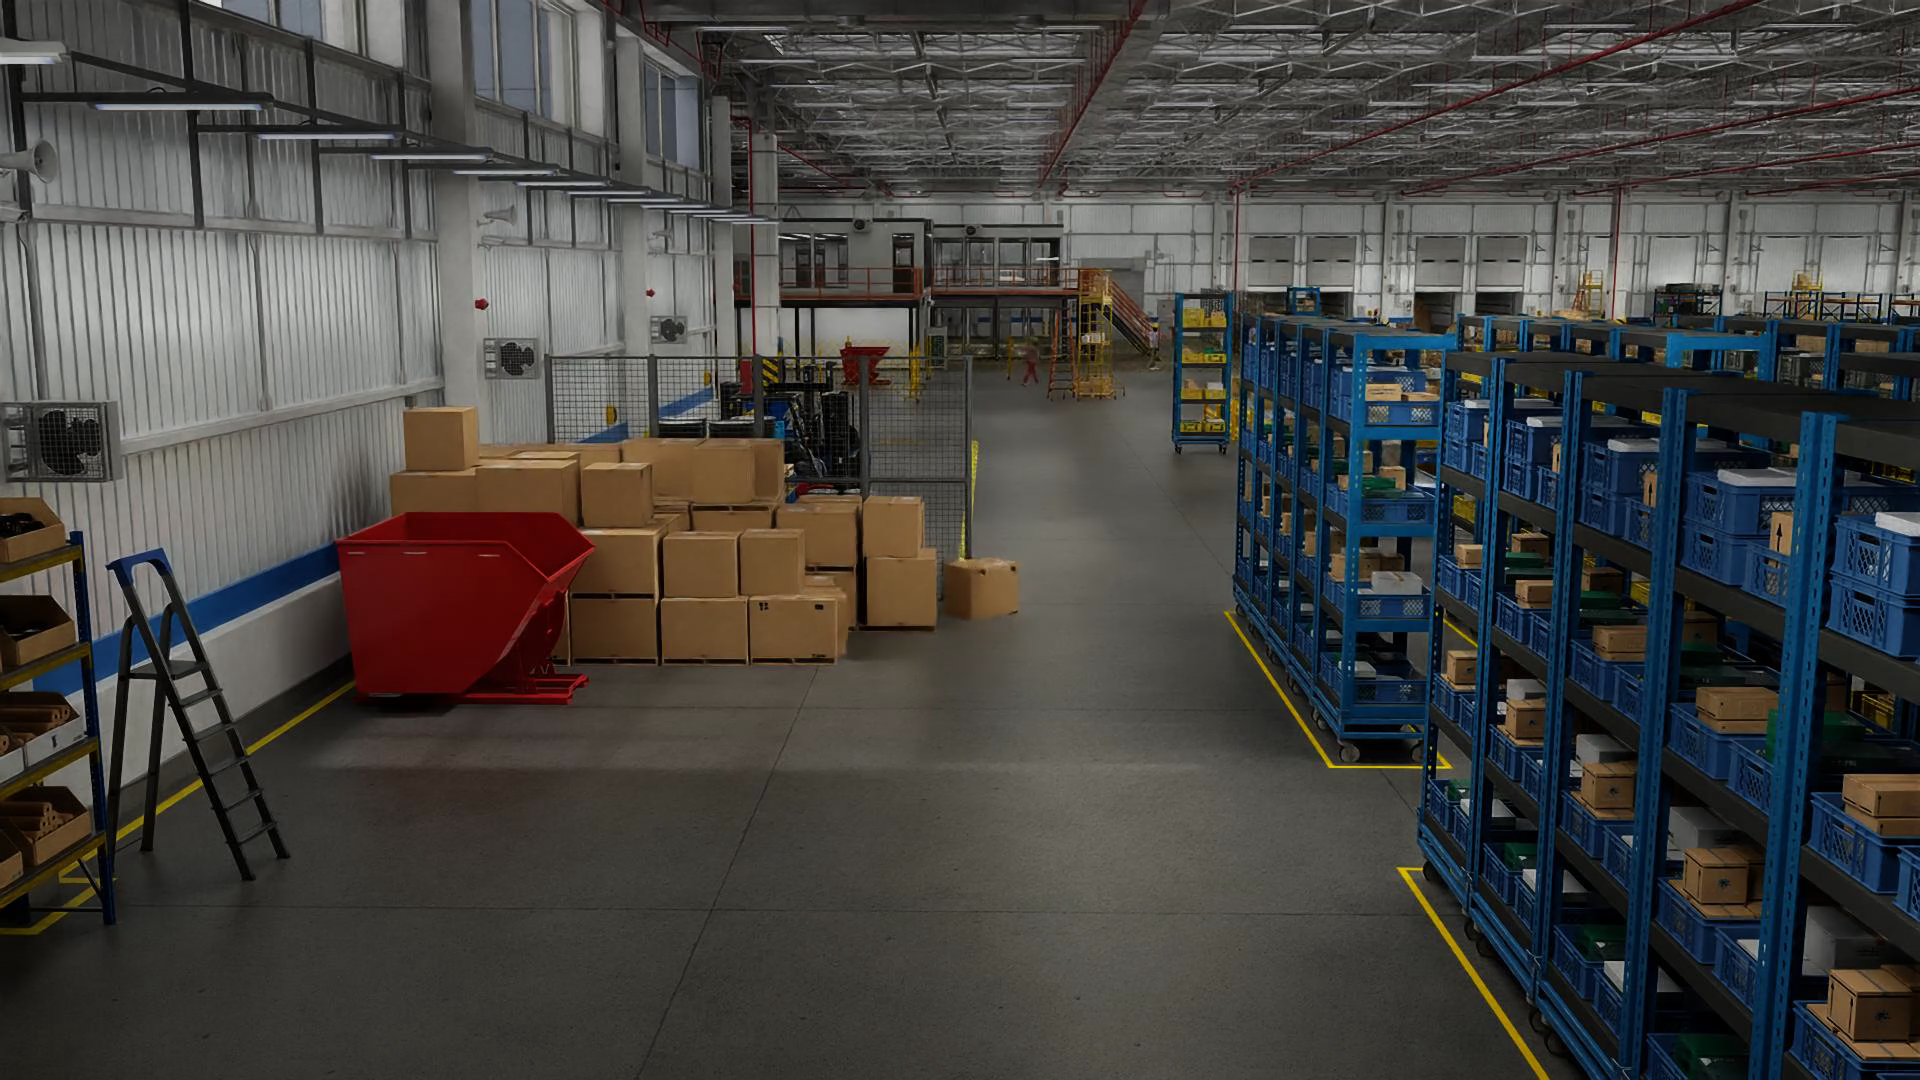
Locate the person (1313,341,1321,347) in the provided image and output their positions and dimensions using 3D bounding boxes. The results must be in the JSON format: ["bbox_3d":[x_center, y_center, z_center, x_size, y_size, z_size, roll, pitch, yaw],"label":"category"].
[{"bbox_3d":[14.237,-7.621,66.160,0.679,2.000,0.696,3,10,16],"label":"person"}]

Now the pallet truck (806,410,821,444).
[{"bbox_3d":[-3.559,-2.018,33.905,1.522,1.261,0.704,0,9,-1],"label":"pallet truck"}]

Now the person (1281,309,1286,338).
[{"bbox_3d":[18.940,-12.471,96.473,0.702,1.901,0.628,2,10,15],"label":"person"}]

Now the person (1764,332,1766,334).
[{"bbox_3d":[39.073,-9.812,80.287,0.430,1.844,0.624,1,9,9],"label":"person"}]

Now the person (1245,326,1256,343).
[{"bbox_3d":[12.427,-8.482,71.485,0.387,2.047,0.610,-4,10,-25],"label":"person"}]

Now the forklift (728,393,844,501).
[{"bbox_3d":[-2.979,-1.316,26.476,2.680,1.987,1.157,0,9,1],"label":"forklift"}]

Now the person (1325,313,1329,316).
[{"bbox_3d":[19.561,-11.184,88.799,0.629,1.828,0.449,-5,11,-30],"label":"person"}]

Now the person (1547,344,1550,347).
[{"bbox_3d":[20.623,-6.211,57.841,0.553,1.913,0.697,-1,9,-6],"label":"person"}]

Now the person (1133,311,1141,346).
[{"bbox_3d":[9.596,-11.440,90.032,0.602,1.938,0.402,-8,12,-41],"label":"person"}]

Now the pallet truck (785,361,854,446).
[{"bbox_3d":[-3.410,-3.193,38.978,1.885,1.965,0.823,0,9,-1],"label":"pallet truck"}]

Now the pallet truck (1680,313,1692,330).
[{"bbox_3d":[36.315,-10.531,84.244,0.823,1.965,1.885,-6,11,-33],"label":"pallet truck"}]

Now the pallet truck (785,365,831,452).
[{"bbox_3d":[-3.774,-2.976,37.635,1.885,1.965,0.823,1,9,5],"label":"pallet truck"}]

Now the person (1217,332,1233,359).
[{"bbox_3d":[12.066,-9.093,75.736,0.628,1.882,1.040,-4,10,-21],"label":"person"}]

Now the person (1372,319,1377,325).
[{"bbox_3d":[19.466,-9.429,77.951,0.890,1.829,0.568,2,9,12],"label":"person"}]

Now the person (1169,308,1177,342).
[{"bbox_3d":[12.245,-12.250,94.977,0.623,1.962,0.972,4,10,24],"label":"person"}]

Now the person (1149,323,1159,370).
[{"bbox_3d":[8.065,-8.036,69.059,0.356,1.930,0.587,7,12,37],"label":"person"}]

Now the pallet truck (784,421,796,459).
[{"bbox_3d":[-4.013,-1.793,32.705,1.601,1.201,0.680,0,9,1],"label":"pallet truck"}]

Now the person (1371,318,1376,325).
[{"bbox_3d":[21.289,-10.587,85.543,0.556,1.681,0.446,4,10,21],"label":"person"}]

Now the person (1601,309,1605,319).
[{"bbox_3d":[36.332,-12.073,93.838,0.439,1.981,0.628,0,9,0],"label":"person"}]

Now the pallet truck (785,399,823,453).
[{"bbox_3d":[-3.814,-2.432,36.419,1.630,1.274,0.653,0,9,1],"label":"pallet truck"}]

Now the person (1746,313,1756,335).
[{"bbox_3d":[41.654,-11.025,87.669,0.591,1.870,0.393,7,11,36],"label":"person"}]

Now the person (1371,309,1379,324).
[{"bbox_3d":[23.621,-12.188,94.639,0.545,1.942,0.349,-6,11,-31],"label":"person"}]

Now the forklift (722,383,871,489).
[{"bbox_3d":[-2.893,-1.687,28.729,2.680,1.987,1.157,0,9,-1],"label":"forklift"}]

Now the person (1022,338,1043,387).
[{"bbox_3d":[2.536,-6.285,58.941,0.926,1.715,0.564,-5,10,-26],"label":"person"}]

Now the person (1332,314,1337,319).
[{"bbox_3d":[20.294,-11.527,91.237,0.810,1.720,0.531,-1,9,-8],"label":"person"}]
